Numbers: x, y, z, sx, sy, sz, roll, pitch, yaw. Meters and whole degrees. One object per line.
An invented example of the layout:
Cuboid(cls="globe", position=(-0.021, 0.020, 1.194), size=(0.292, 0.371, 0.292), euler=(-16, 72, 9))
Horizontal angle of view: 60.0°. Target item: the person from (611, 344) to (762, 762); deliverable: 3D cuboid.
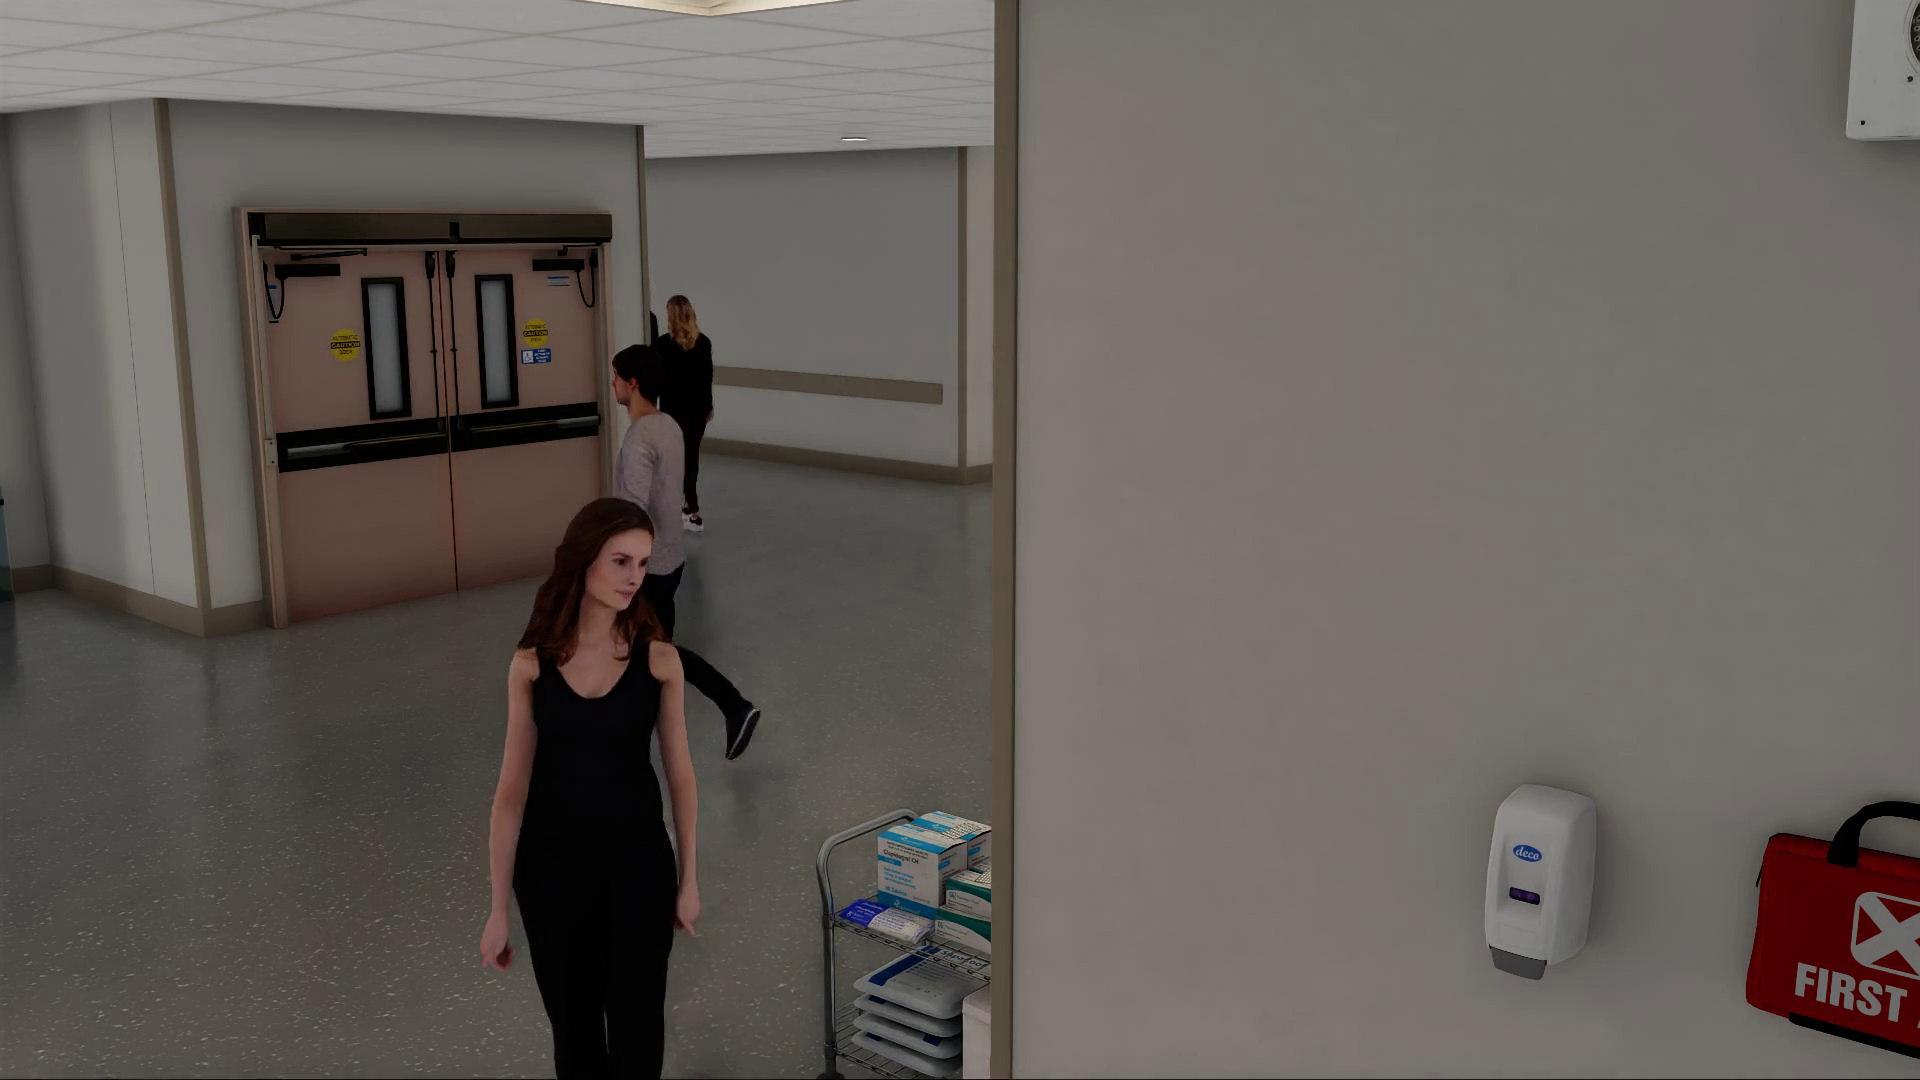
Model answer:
Cuboid(cls="person", position=(-1.227, 0.118, 6.905), size=(1.075, 1.822, 1.101), euler=(1, 11, 6))

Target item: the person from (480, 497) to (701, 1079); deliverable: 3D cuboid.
Cuboid(cls="person", position=(-0.830, 0.737, 3.903), size=(0.733, 1.726, 0.790), euler=(0, 11, -1))

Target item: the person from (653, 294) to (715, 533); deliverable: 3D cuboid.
Cuboid(cls="person", position=(-2.044, -0.926, 12.539), size=(0.941, 1.773, 0.869), euler=(-7, 13, -32))
